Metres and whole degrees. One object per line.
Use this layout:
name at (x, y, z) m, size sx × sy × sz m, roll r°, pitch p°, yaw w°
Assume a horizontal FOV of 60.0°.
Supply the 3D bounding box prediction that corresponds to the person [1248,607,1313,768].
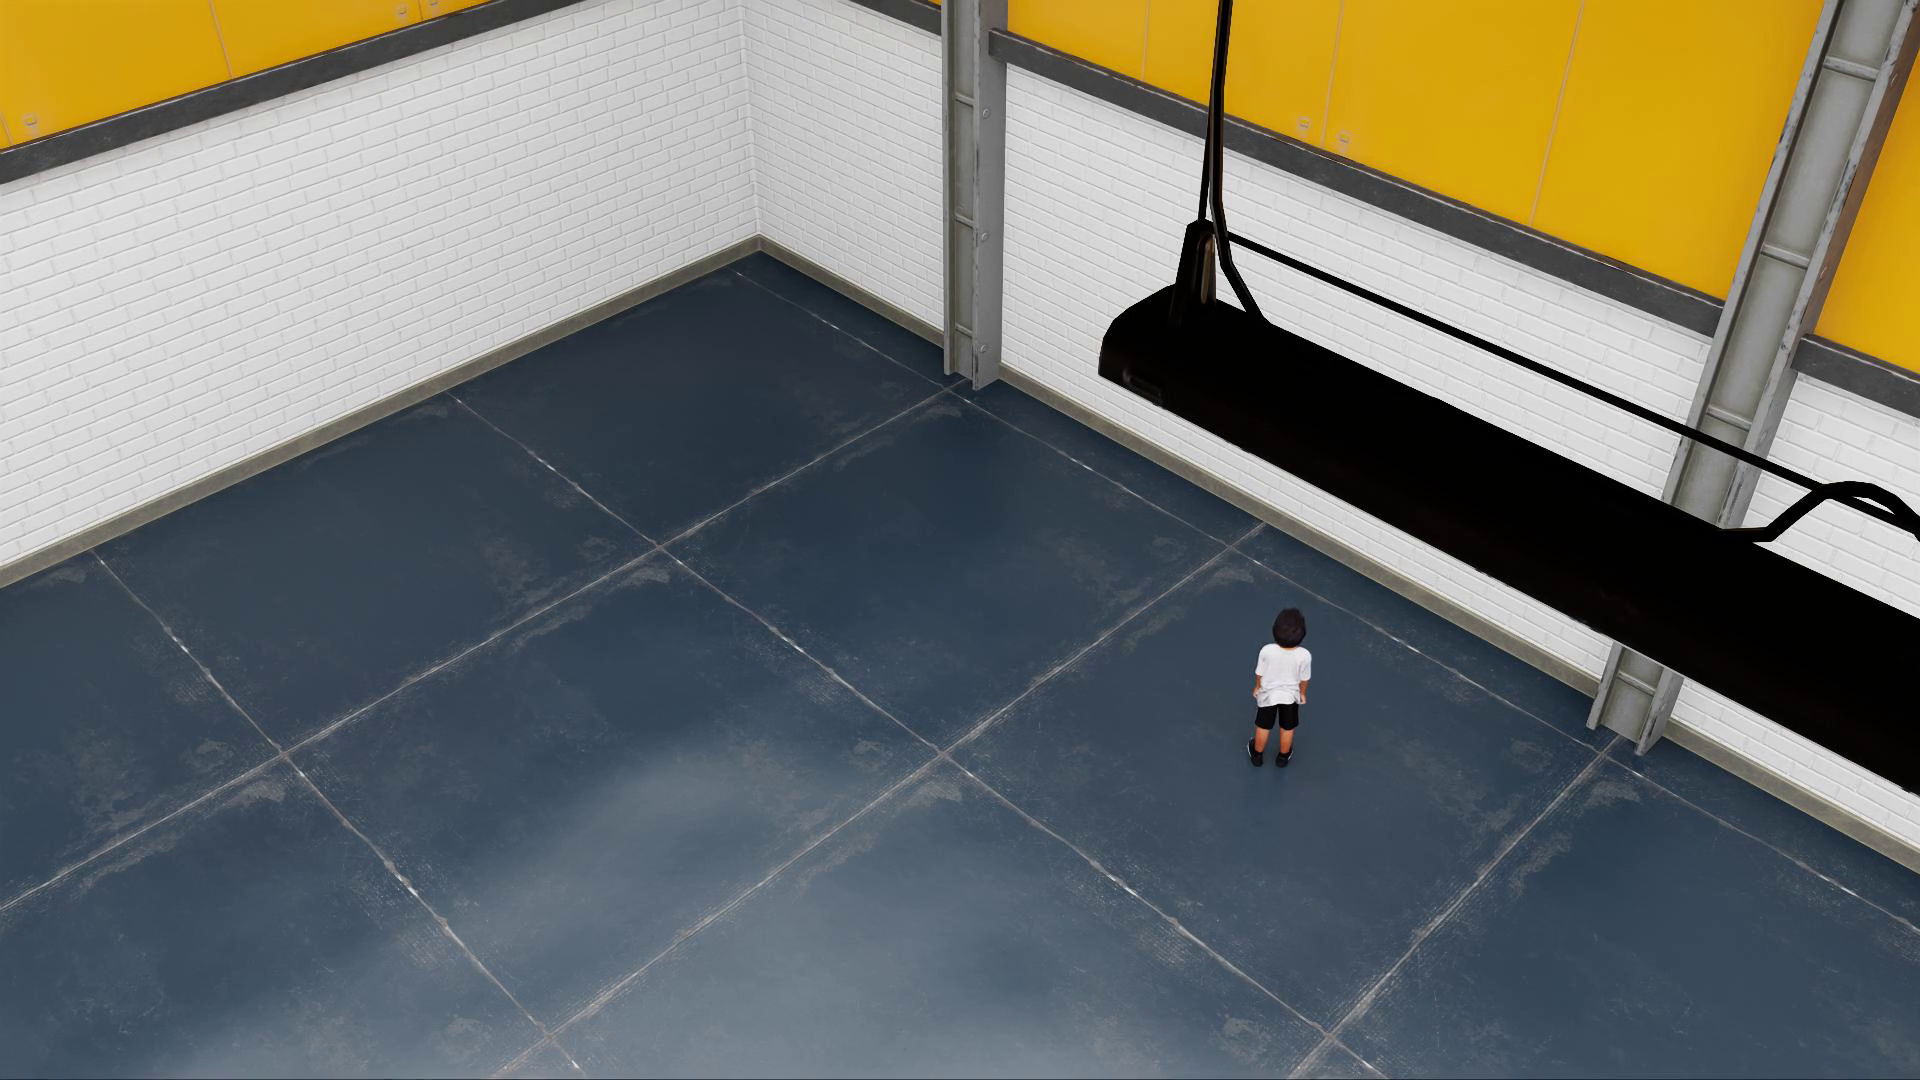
person at (1.978, 0.916, 10.255) m, size 0.583 × 1.265 × 0.649 m, roll 5°, pitch 39°, yaw 6°
